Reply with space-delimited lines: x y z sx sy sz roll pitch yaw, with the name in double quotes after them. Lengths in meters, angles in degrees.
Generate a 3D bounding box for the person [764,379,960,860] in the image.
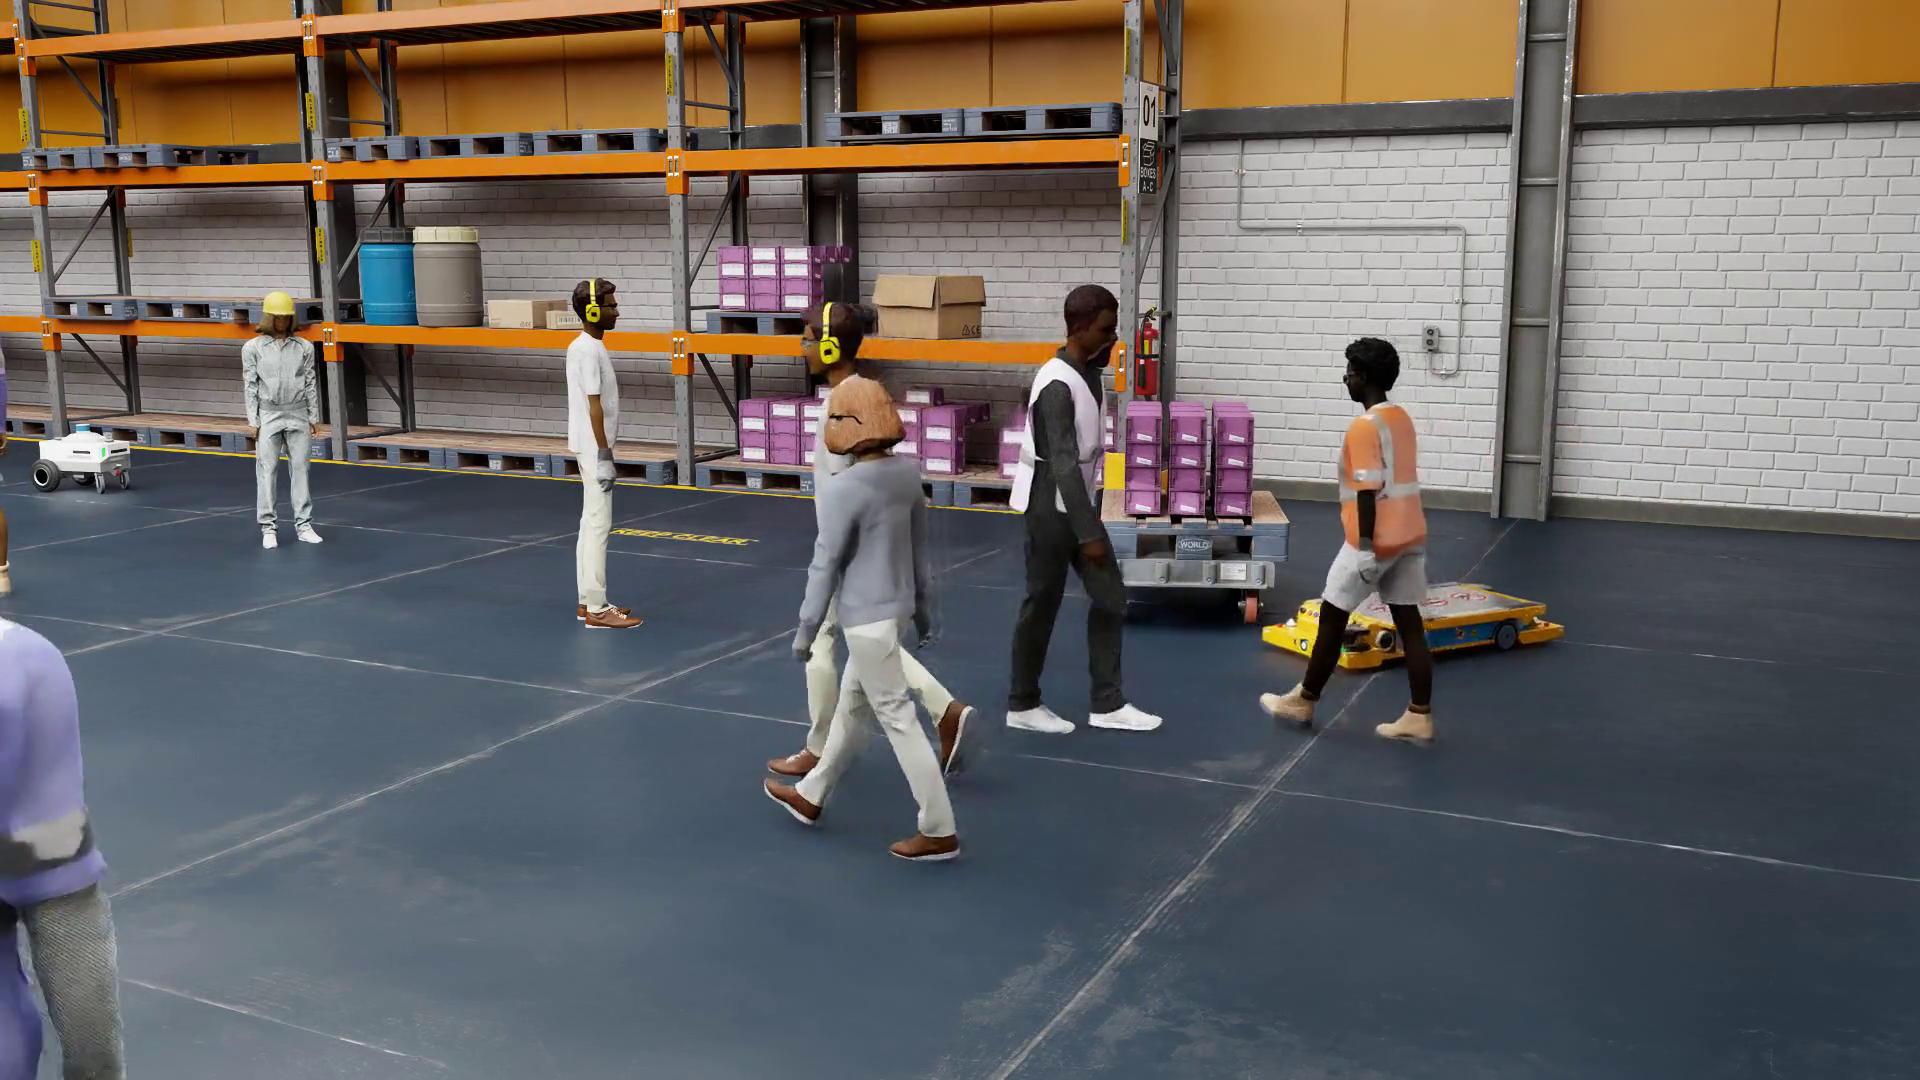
-0.344 0.261 5.566 0.852 1.586 0.509 6 11 29 "person"

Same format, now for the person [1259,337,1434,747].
1.642 -0.004 6.898 0.839 1.653 0.533 9 13 41 "person"

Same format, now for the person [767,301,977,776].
-0.348 0.023 6.252 0.754 1.843 0.517 4 11 21 "person"

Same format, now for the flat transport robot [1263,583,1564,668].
2.321 0.418 8.484 1.431 0.197 0.652 -5 11 -27 "flat transport robot"

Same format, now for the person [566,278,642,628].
-1.932 -0.461 8.940 0.328 1.872 0.509 -4 11 -20 "person"

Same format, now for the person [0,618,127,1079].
-1.395 0.700 2.181 0.591 1.903 0.503 0 10 -2 "person"

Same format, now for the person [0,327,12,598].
-5.779 -0.643 9.519 0.391 2.034 0.605 7 12 35 "person"

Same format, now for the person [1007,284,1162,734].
0.522 -0.096 6.805 0.803 1.879 0.606 4 11 23 "person"

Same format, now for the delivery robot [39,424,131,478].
-7.356 -0.732 13.987 0.707 0.478 0.477 3 10 16 "delivery robot"

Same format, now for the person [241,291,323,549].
-4.619 -0.821 11.365 0.486 1.744 0.298 -8 13 -40 "person"
